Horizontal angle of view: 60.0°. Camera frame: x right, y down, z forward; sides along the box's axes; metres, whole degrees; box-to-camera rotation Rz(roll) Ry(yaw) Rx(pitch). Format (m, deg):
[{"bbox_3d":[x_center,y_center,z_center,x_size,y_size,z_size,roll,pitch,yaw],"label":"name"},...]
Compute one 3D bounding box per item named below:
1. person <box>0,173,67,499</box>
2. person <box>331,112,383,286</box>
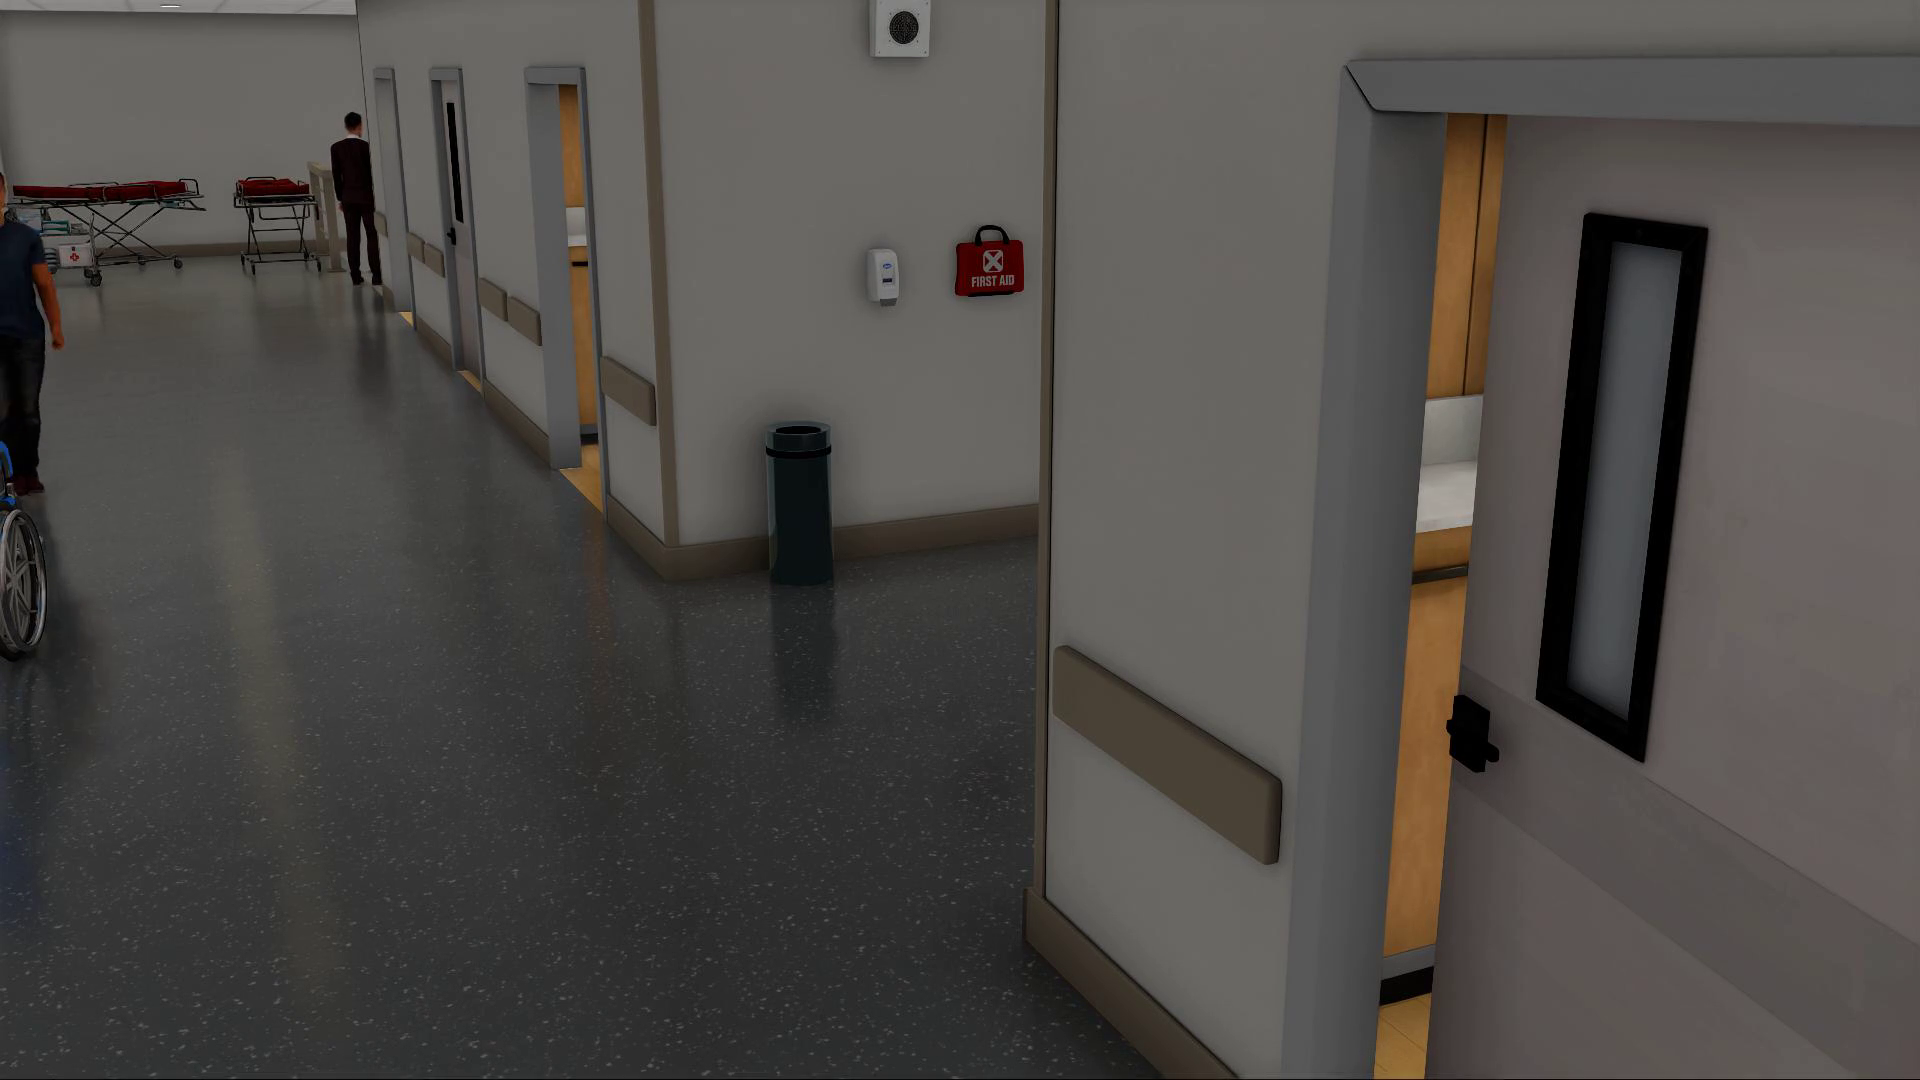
[{"bbox_3d":[-5.260,-1.134,9.125,0.784,1.799,0.785,-15,21,-42],"label":"person"},{"bbox_3d":[-6.600,-3.752,18.289,0.777,1.865,0.779,1,16,4],"label":"person"}]
